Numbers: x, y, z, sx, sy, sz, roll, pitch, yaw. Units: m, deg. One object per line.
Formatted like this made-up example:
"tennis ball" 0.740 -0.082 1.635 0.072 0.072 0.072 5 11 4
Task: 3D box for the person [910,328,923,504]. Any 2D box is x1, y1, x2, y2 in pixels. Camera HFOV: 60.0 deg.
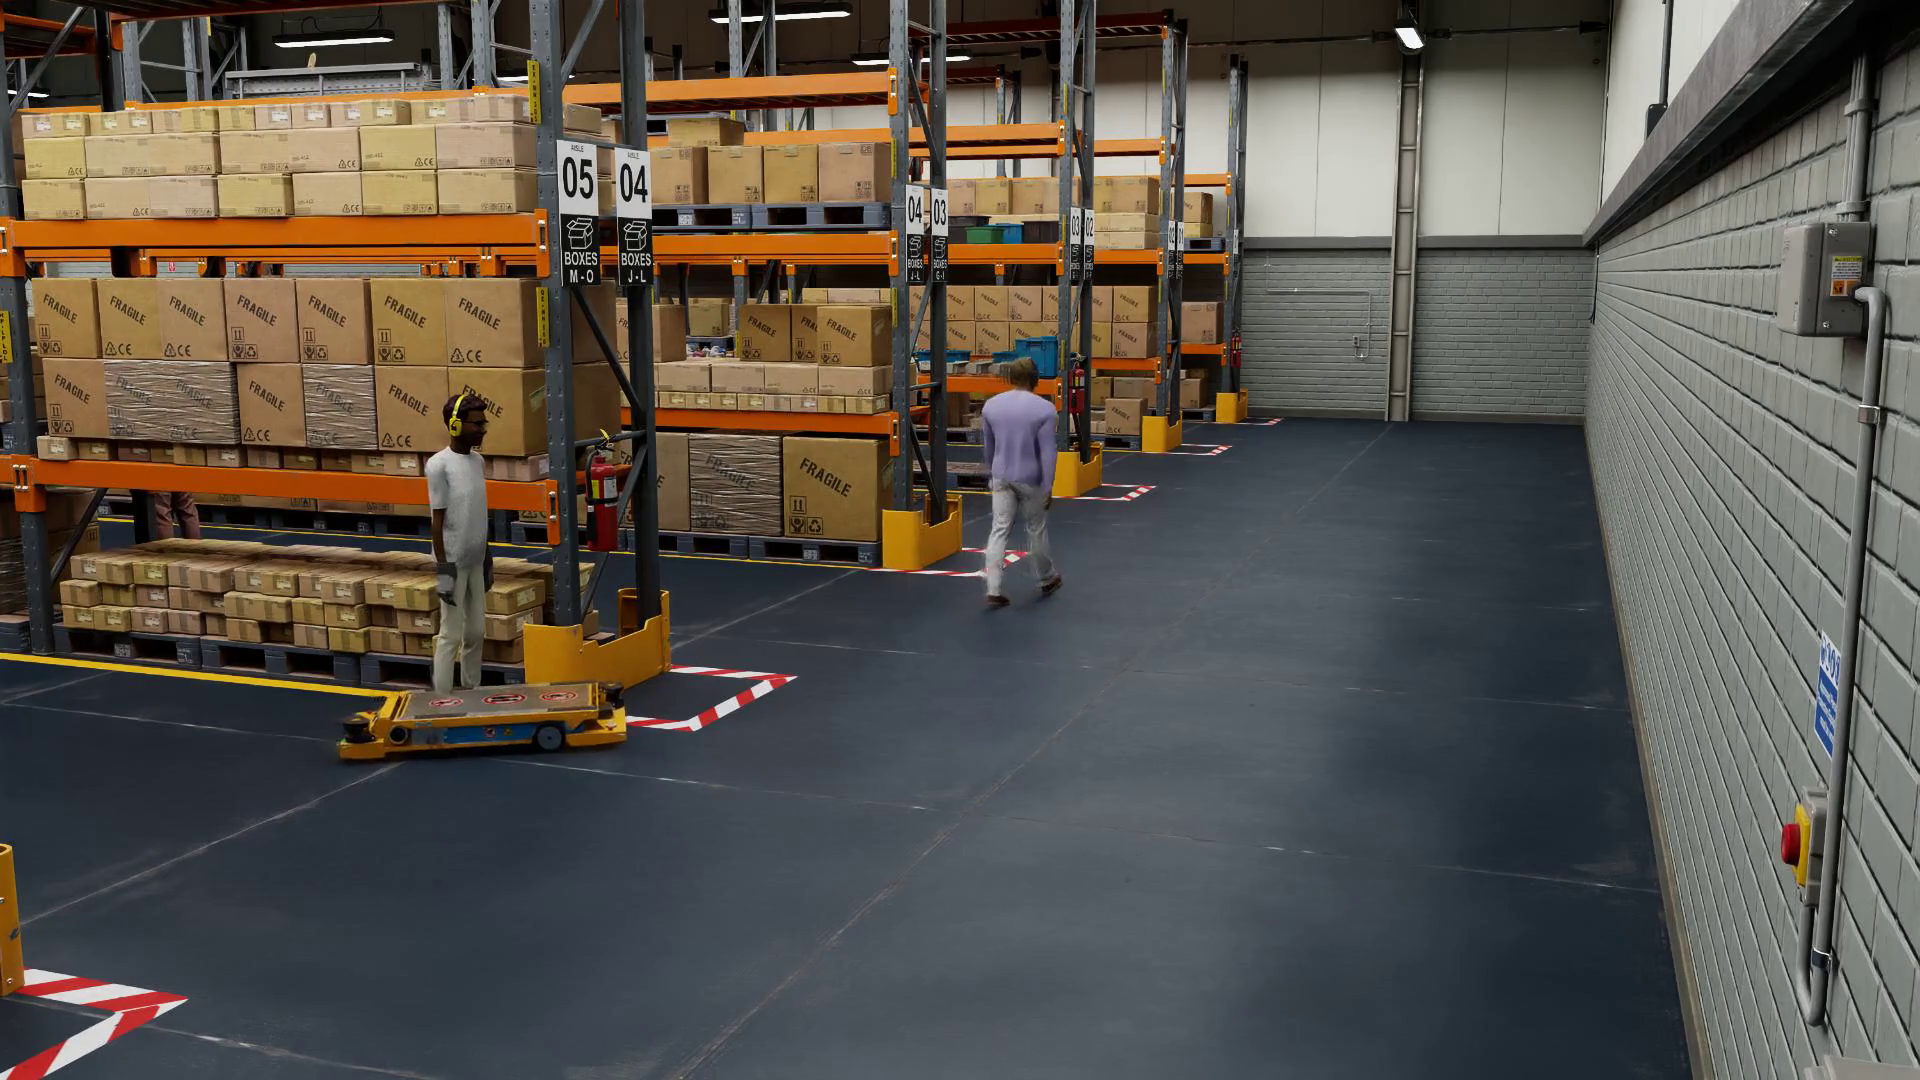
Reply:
"person" -0.609 -1.363 18.147 0.372 1.940 0.629 2 9 12

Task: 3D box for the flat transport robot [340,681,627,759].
"flat transport robot" -2.521 0.949 8.904 1.431 0.197 0.652 -2 9 -12

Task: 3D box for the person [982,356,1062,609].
"person" 0.470 -0.447 12.613 0.641 1.888 1.011 4 10 24

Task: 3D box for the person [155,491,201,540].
"person" -6.511 -0.613 13.569 0.400 1.907 0.644 4 10 23

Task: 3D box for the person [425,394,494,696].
"person" -2.691 0.139 9.029 0.325 1.860 0.515 3 9 16

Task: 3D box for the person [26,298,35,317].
"person" -20.889 -4.447 37.246 0.392 1.986 0.611 5 10 27

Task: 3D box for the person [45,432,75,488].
"person" -7.596 -0.664 14.188 0.838 1.803 0.558 0 9 0
